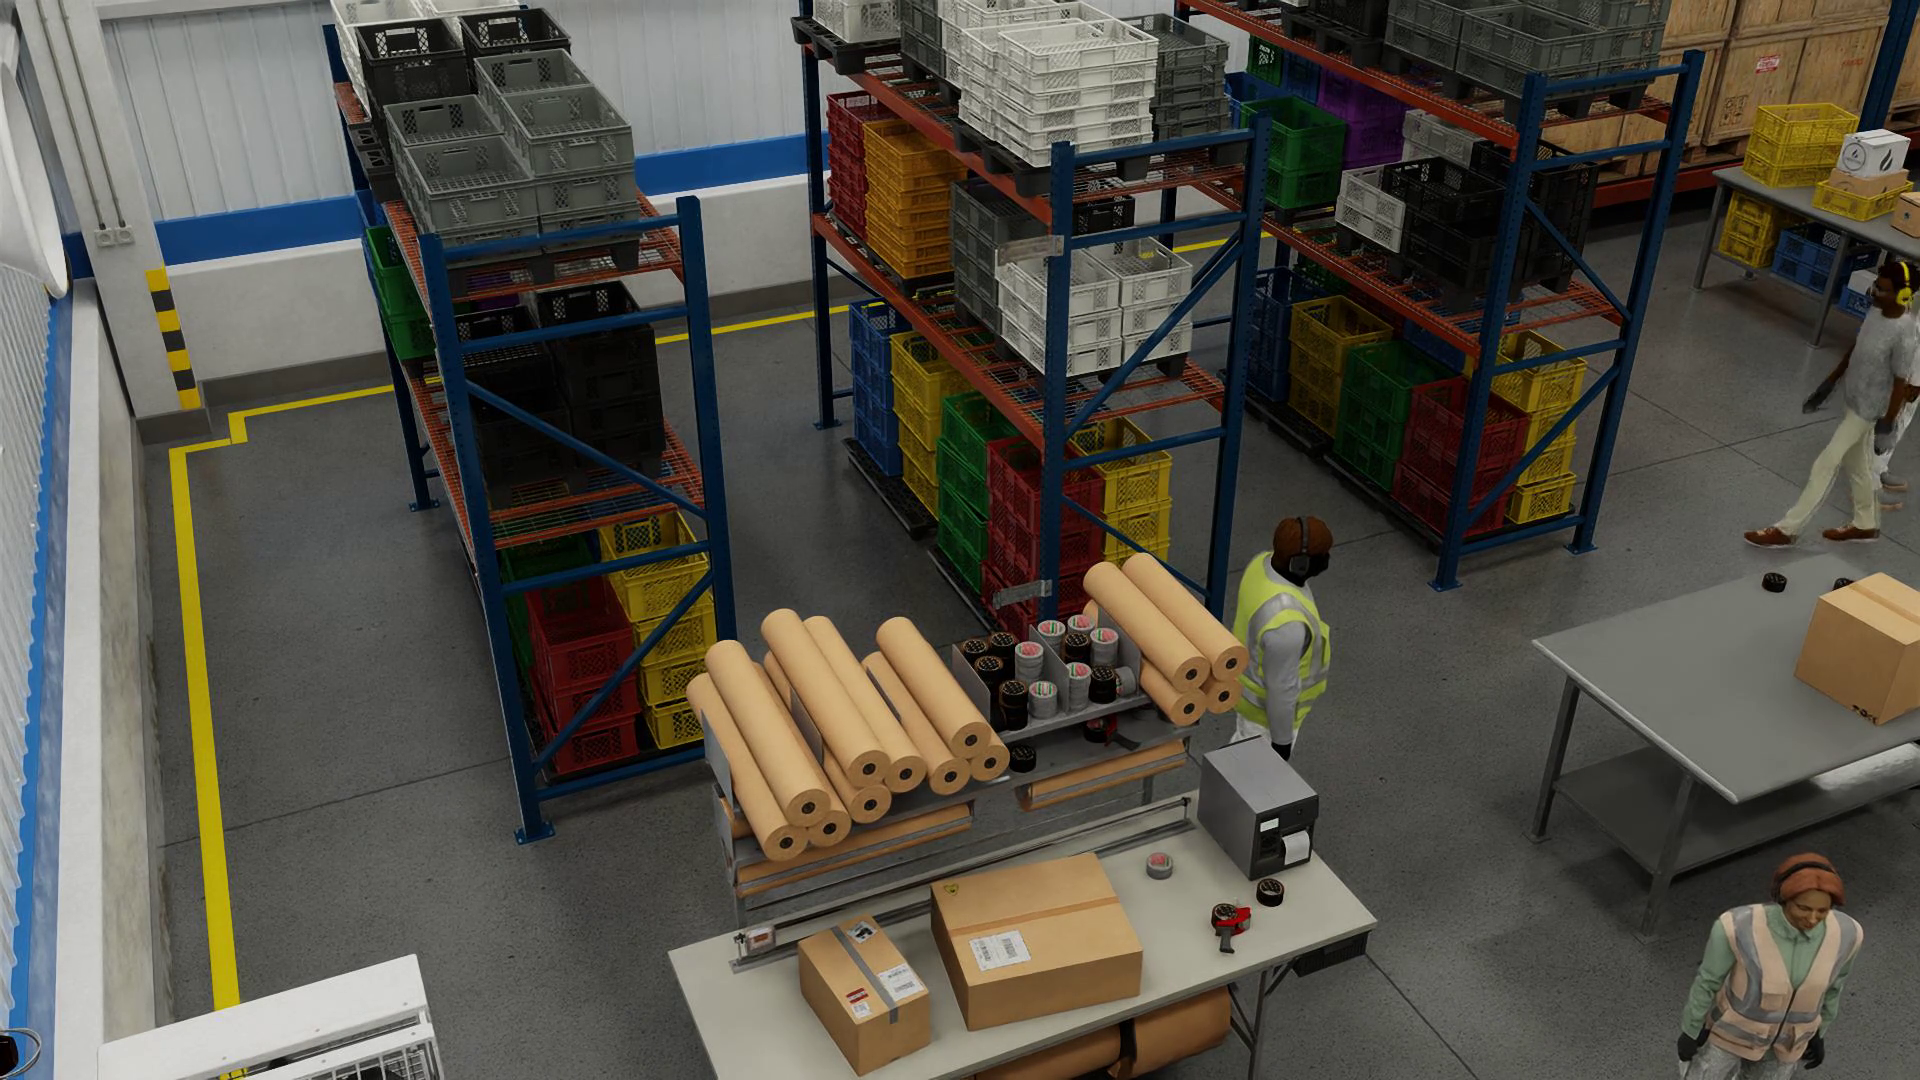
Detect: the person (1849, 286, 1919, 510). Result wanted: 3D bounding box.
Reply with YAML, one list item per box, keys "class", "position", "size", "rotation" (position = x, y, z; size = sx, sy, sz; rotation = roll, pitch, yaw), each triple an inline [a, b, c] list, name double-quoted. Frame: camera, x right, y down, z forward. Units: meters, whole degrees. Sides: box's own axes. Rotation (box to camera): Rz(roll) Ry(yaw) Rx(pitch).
- class: "person"
  position: [5.879, -1.094, 10.204]
  size: [0.342, 1.875, 0.579]
  rotation: [18, 36, 27]

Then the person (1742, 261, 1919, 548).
- class: "person"
  position: [5.217, -0.775, 9.731]
  size: [0.741, 1.845, 0.545]
  rotation: [4, 32, 7]

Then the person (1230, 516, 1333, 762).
- class: "person"
  position: [1.388, 0.697, 7.337]
  size: [0.430, 1.837, 0.629]
  rotation: [0, 32, 0]

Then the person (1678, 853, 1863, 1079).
- class: "person"
  position: [2.779, 1.734, 5.831]
  size: [0.522, 1.638, 0.309]
  rotation: [0, 32, 1]

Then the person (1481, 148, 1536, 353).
- class: "person"
  position: [3.704, -1.839, 11.357]
  size: [0.370, 1.934, 0.627]
  rotation: [14, 34, 22]
